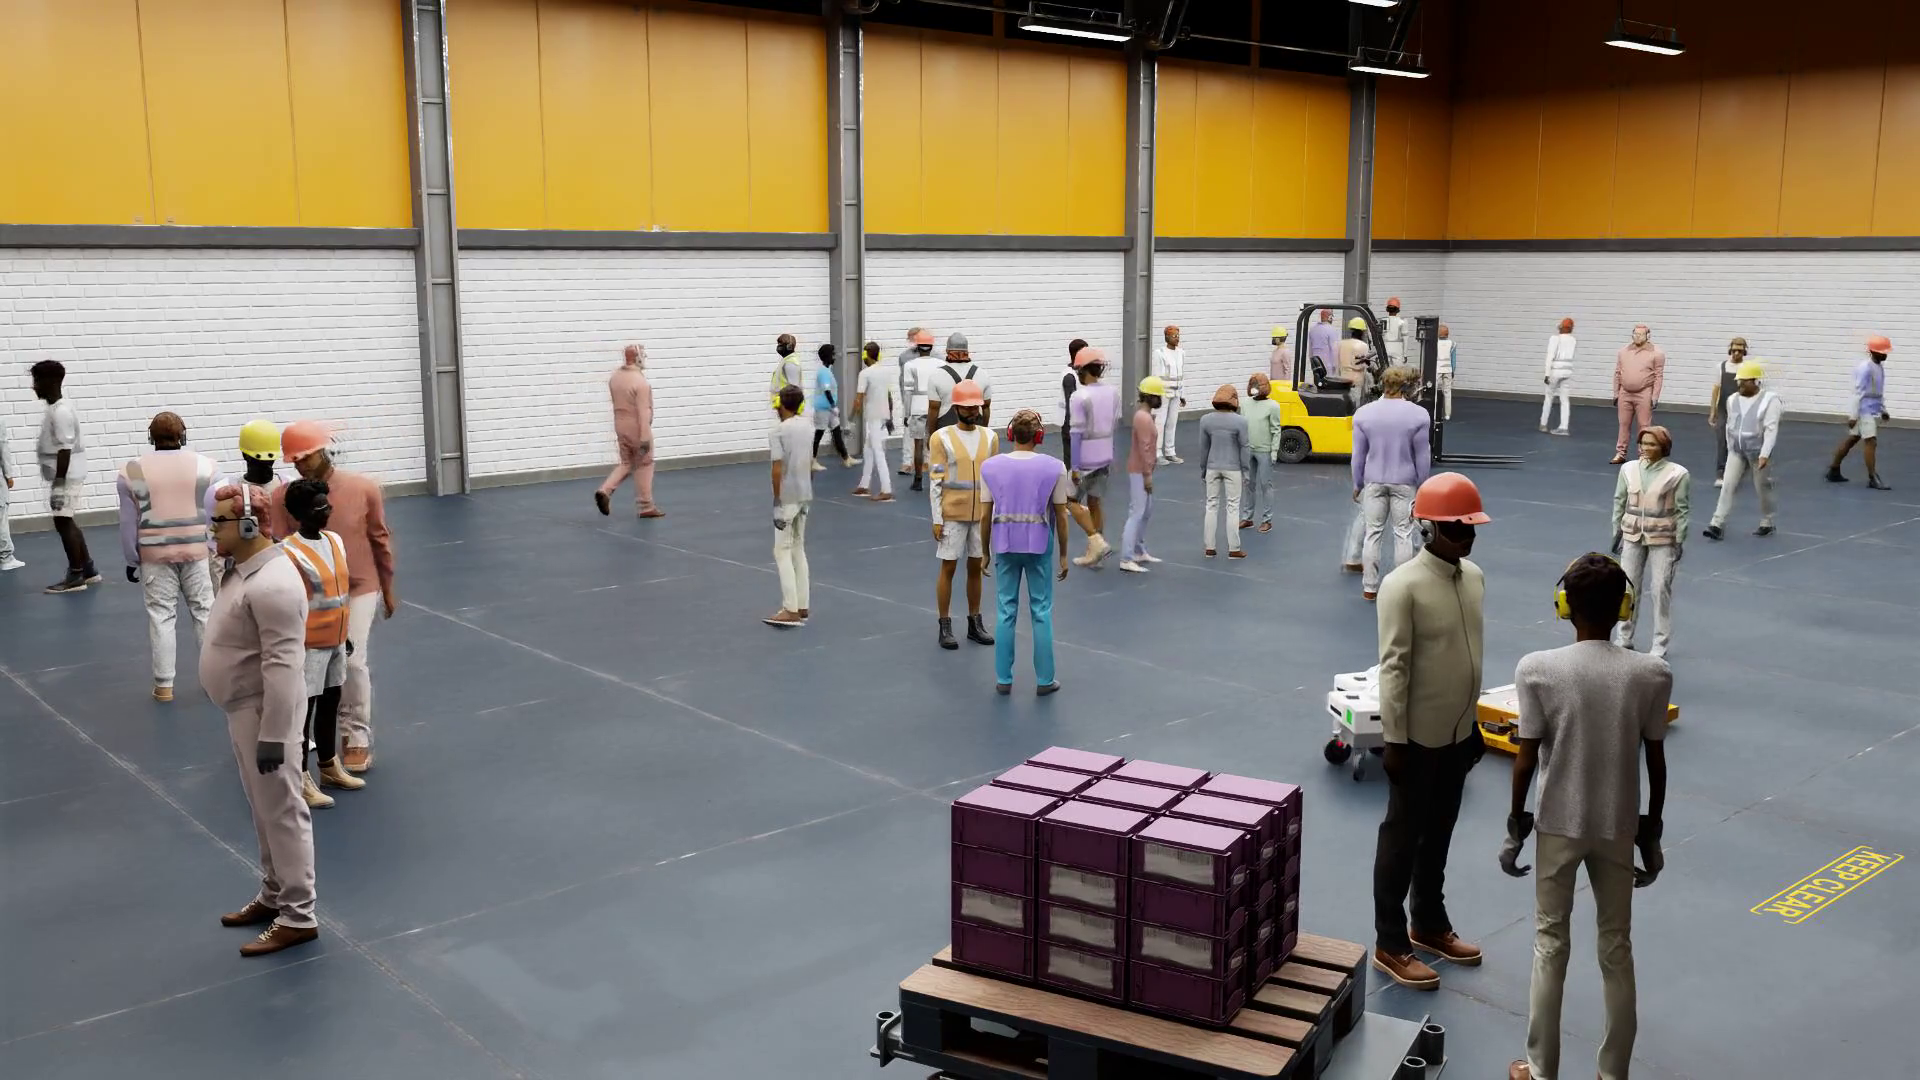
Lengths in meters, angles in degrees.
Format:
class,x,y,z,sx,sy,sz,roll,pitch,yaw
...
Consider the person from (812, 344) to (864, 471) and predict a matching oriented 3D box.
class,x,y,z,sx,sy,sz,roll,pitch,yaw
person,-1.652,-1.718,21.756,0.742,1.666,0.543,1,10,5

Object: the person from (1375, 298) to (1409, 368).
class,x,y,z,sx,sy,sz,roll,pitch,yaw
person,8.026,-3.478,30.941,0.607,2.044,0.375,4,10,20

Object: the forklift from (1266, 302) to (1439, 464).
class,x,y,z,sx,sy,sz,roll,pitch,yaw
forklift,5.320,-2.157,22.763,2.313,2.155,1.214,3,10,16

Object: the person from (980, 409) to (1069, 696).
class,x,y,z,sx,sy,sz,roll,pitch,yaw
person,0.407,0.088,10.640,0.571,1.843,0.373,2,10,9

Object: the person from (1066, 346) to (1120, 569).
class,x,y,z,sx,sy,sz,roll,pitch,yaw
person,1.171,-0.723,14.894,0.616,2.012,0.462,-9,13,-41

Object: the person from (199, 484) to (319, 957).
class,x,y,z,sx,sy,sz,roll,pitch,yaw
person,-2.864,0.717,6.780,0.408,1.908,0.646,-6,11,-32

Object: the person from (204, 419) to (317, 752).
class,x,y,z,sx,sy,sz,roll,pitch,yaw
person,-3.885,0.278,9.319,0.379,1.918,0.585,10,14,44

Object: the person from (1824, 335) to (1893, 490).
class,x,y,z,sx,sy,sz,roll,pitch,yaw
person,11.028,-1.574,20.334,0.872,1.885,0.616,9,14,44

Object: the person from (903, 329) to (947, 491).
class,x,y,z,sx,sy,sz,roll,pitch,yaw
person,-0.417,-1.553,19.973,0.543,1.939,0.360,-2,10,-12

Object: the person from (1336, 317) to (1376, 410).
class,x,y,z,sx,sy,sz,roll,pitch,yaw
person,5.881,-2.331,24.610,0.589,1.907,0.591,-4,11,-24

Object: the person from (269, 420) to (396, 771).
class,x,y,z,sx,sy,sz,roll,pitch,yaw
person,-3.432,0.306,9.076,0.646,1.940,0.764,-2,10,-9

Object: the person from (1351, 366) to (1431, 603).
class,x,y,z,sx,sy,sz,roll,pitch,yaw
person,3.478,-0.437,13.456,0.627,1.936,0.372,4,11,23

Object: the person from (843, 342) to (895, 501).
class,x,y,z,sx,sy,sz,roll,pitch,yaw
person,-1.071,-1.362,19.210,0.794,1.826,0.656,5,11,29

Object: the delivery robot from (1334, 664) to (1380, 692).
class,x,y,z,sx,sy,sz,roll,pitch,yaw
delivery robot,2.510,0.874,9.541,0.707,0.478,0.477,-4,10,-20

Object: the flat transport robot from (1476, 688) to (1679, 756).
class,x,y,z,sx,sy,sz,roll,pitch,yaw
flat transport robot,3.553,1.009,9.854,1.431,0.197,0.652,-7,12,-34

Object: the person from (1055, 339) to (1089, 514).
class,x,y,z,sx,sy,sz,roll,pitch,yaw
person,1.232,-1.240,18.205,0.370,1.916,0.597,2,10,10

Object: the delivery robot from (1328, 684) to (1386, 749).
class,x,y,z,sx,sy,sz,roll,pitch,yaw
delivery robot,2.387,0.951,9.089,0.707,0.478,0.477,-1,10,-7

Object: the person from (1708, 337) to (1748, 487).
class,x,y,z,sx,sy,sz,roll,pitch,yaw
person,9.457,-1.567,20.360,0.514,1.837,0.557,7,12,34

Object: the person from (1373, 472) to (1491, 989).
class,x,y,z,sx,sy,sz,roll,pitch,yaw
person,1.848,0.724,6.483,0.618,1.994,0.380,-9,13,-42

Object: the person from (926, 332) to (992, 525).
class,x,y,z,sx,sy,sz,roll,pitch,yaw
person,-0.044,-1.130,17.201,0.689,2.000,0.538,-3,10,-19

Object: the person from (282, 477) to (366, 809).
class,x,y,z,sx,sy,sz,roll,pitch,yaw
person,-3.309,0.517,8.561,0.315,1.696,0.541,2,10,12

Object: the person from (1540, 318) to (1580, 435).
class,x,y,z,sx,sy,sz,roll,pitch,yaw
person,9.510,-2.607,26.459,0.636,1.835,0.869,-2,10,-9

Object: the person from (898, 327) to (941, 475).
class,x,y,z,sx,sy,sz,roll,pitch,yaw
person,-0.566,-1.773,21.381,0.617,1.890,0.931,4,10,20

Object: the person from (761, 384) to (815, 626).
class,x,y,z,sx,sy,sz,roll,pitch,yaw
person,-1.317,-0.268,12.781,0.448,1.829,0.666,6,11,32

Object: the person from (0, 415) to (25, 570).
class,x,y,z,sx,sy,sz,roll,pitch,yaw
person,-8.738,-0.591,14.913,0.486,1.744,0.294,-1,10,-4

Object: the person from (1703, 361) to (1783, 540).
class,x,y,z,sx,sy,sz,roll,pitch,yaw
person,7.822,-0.875,16.489,0.926,1.783,0.594,-7,12,-35

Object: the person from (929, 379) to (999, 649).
class,x,y,z,sx,sy,sz,roll,pitch,yaw
person,0.048,-0.188,11.987,0.543,1.939,0.360,-5,11,-25

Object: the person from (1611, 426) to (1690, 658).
class,x,y,z,sx,sy,sz,roll,pitch,yaw
person,4.845,0.010,11.703,0.310,1.638,0.522,-9,13,-43

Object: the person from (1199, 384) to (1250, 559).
class,x,y,z,sx,sy,sz,roll,pitch,yaw
person,2.465,-0.636,15.499,0.498,1.633,0.284,6,11,30

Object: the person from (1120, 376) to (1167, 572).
class,x,y,z,sx,sy,sz,roll,pitch,yaw
person,1.663,-0.606,15.010,0.361,1.759,0.552,1,10,6

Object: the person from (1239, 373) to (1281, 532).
class,x,y,z,sx,sy,sz,roll,pitch,yaw
person,3.047,-0.899,17.041,0.275,1.632,0.507,-9,13,-43

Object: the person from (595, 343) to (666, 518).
class,x,y,z,sx,sy,sz,roll,pitch,yaw
person,-3.535,-1.152,17.760,0.648,1.891,0.679,9,13,43

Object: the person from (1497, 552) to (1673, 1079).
class,x,y,z,sx,sy,sz,roll,pitch,yaw
person,2.045,0.962,5.473,0.521,1.865,0.328,1,10,8

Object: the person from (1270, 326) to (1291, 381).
class,x,y,z,sx,sy,sz,roll,pitch,yaw
person,4.768,-2.314,24.939,0.317,1.767,0.535,-2,10,-13

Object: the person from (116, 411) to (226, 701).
class,x,y,z,sx,sy,sz,roll,pitch,yaw
person,-4.975,0.102,10.571,0.633,1.842,0.429,-5,11,-28

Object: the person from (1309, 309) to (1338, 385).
class,x,y,z,sx,sy,sz,roll,pitch,yaw
person,6.405,-3.103,29.151,0.405,1.904,0.653,-6,11,-30

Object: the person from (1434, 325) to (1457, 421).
class,x,y,z,sx,sy,sz,roll,pitch,yaw
person,8.248,-2.860,28.504,0.510,1.640,0.308,-1,10,-5

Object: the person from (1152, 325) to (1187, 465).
class,x,y,z,sx,sy,sz,roll,pitch,yaw
person,2.831,-1.955,22.496,0.572,1.883,0.355,-8,12,-39

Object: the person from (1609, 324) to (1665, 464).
class,x,y,z,sx,sy,sz,roll,pitch,yaw
person,9.099,-1.951,22.388,0.642,1.913,0.409,9,13,41

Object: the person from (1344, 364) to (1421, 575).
class,x,y,z,sx,sy,sz,roll,pitch,yaw
person,3.853,-0.594,14.555,0.975,1.868,0.676,-1,10,-6

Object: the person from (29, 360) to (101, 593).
class,x,y,z,sx,sy,sz,roll,pitch,yaw
person,-7.532,-0.530,13.982,0.382,1.956,0.654,-5,11,-28

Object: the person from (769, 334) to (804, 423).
class,x,y,z,sx,sy,sz,roll,pitch,yaw
person,-2.184,-1.678,20.981,0.429,1.845,0.633,-1,10,-8
